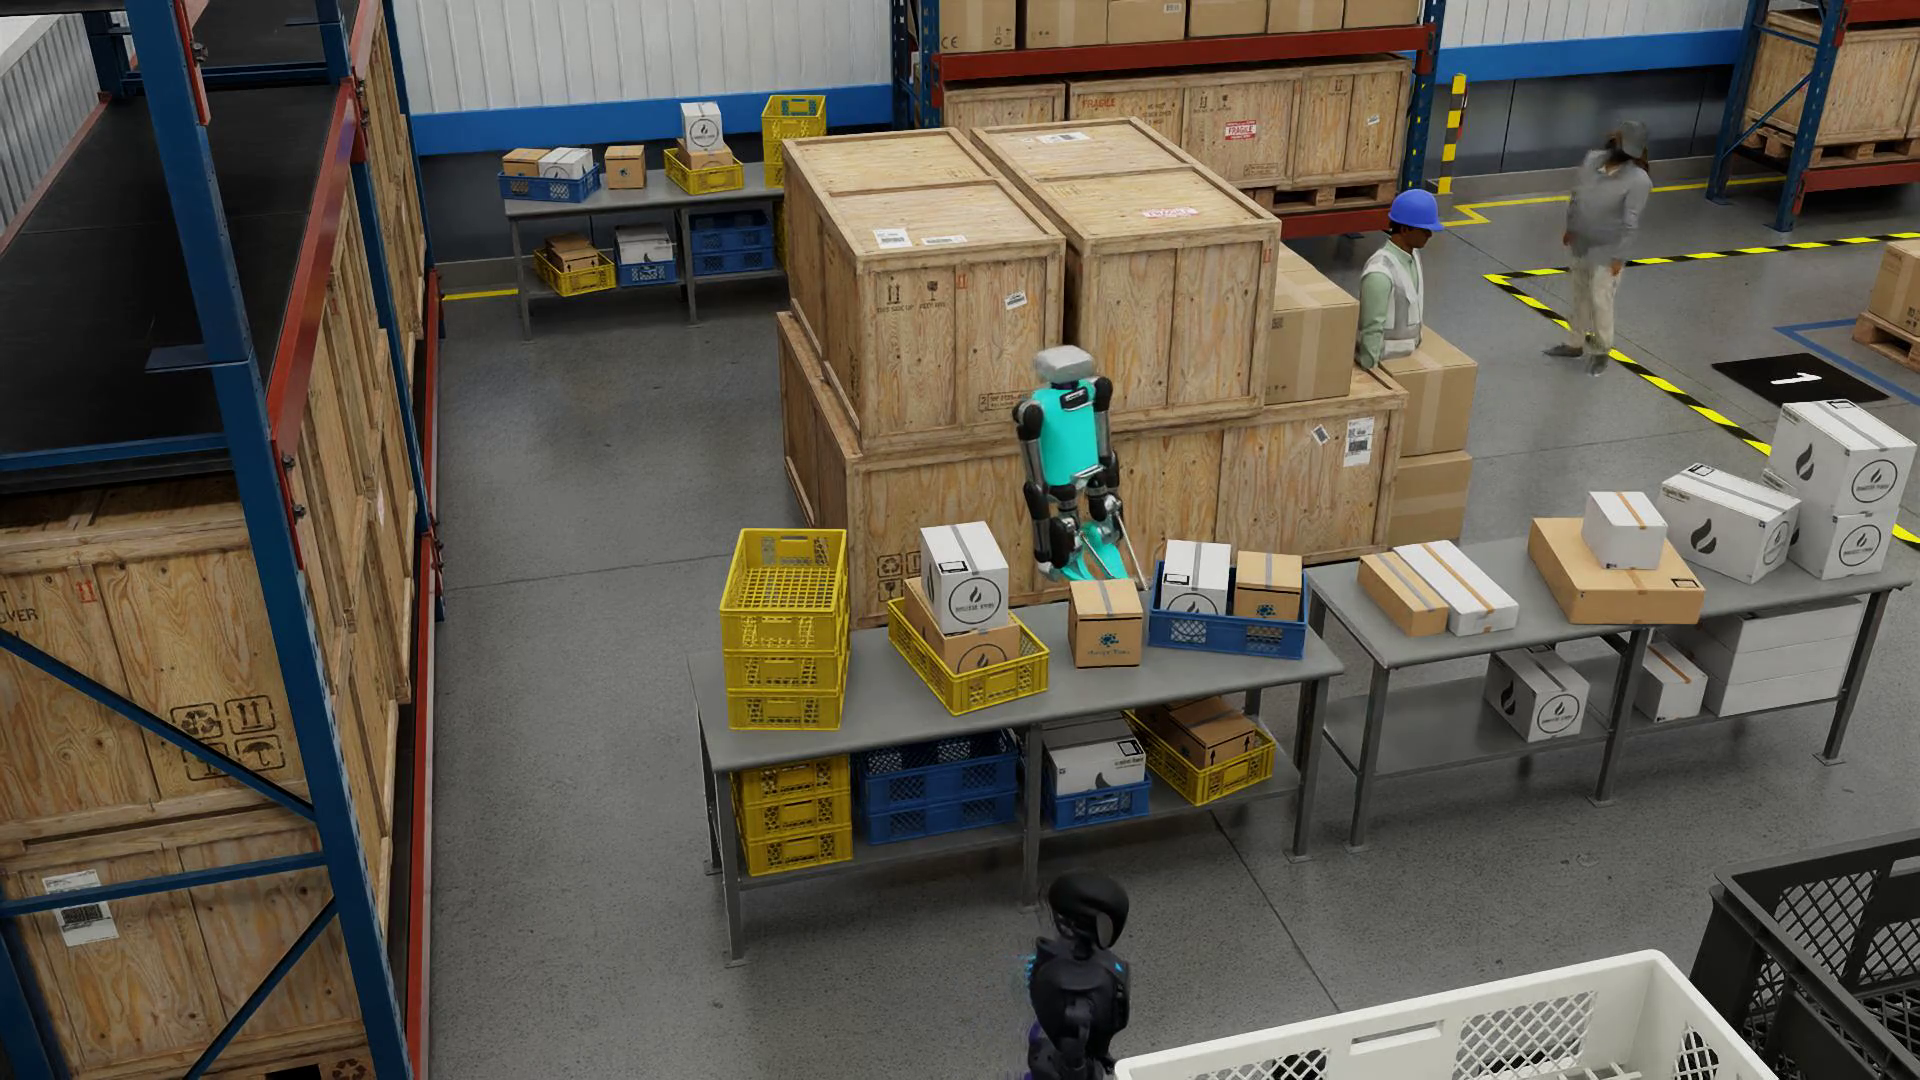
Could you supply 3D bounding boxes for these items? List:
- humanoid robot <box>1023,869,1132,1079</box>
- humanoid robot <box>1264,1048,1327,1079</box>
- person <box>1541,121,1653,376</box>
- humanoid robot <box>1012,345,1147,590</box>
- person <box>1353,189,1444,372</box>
[{"bbox_3d":[0.359,1.605,4.730,0.359,1.649,0.612,3,29,6],"label":"humanoid robot"},{"bbox_3d":[0.805,1.892,4.218,0.309,1.655,0.605,-5,29,-8],"label":"humanoid robot"},{"bbox_3d":[4.325,-1.995,11.228,0.388,1.741,0.612,-11,31,-20],"label":"person"},{"bbox_3d":[0.686,0.054,7.497,0.596,1.767,0.870,-22,36,-34],"label":"humanoid robot"},{"bbox_3d":[2.354,-0.991,9.189,0.411,1.939,0.602,17,33,28],"label":"person"}]
